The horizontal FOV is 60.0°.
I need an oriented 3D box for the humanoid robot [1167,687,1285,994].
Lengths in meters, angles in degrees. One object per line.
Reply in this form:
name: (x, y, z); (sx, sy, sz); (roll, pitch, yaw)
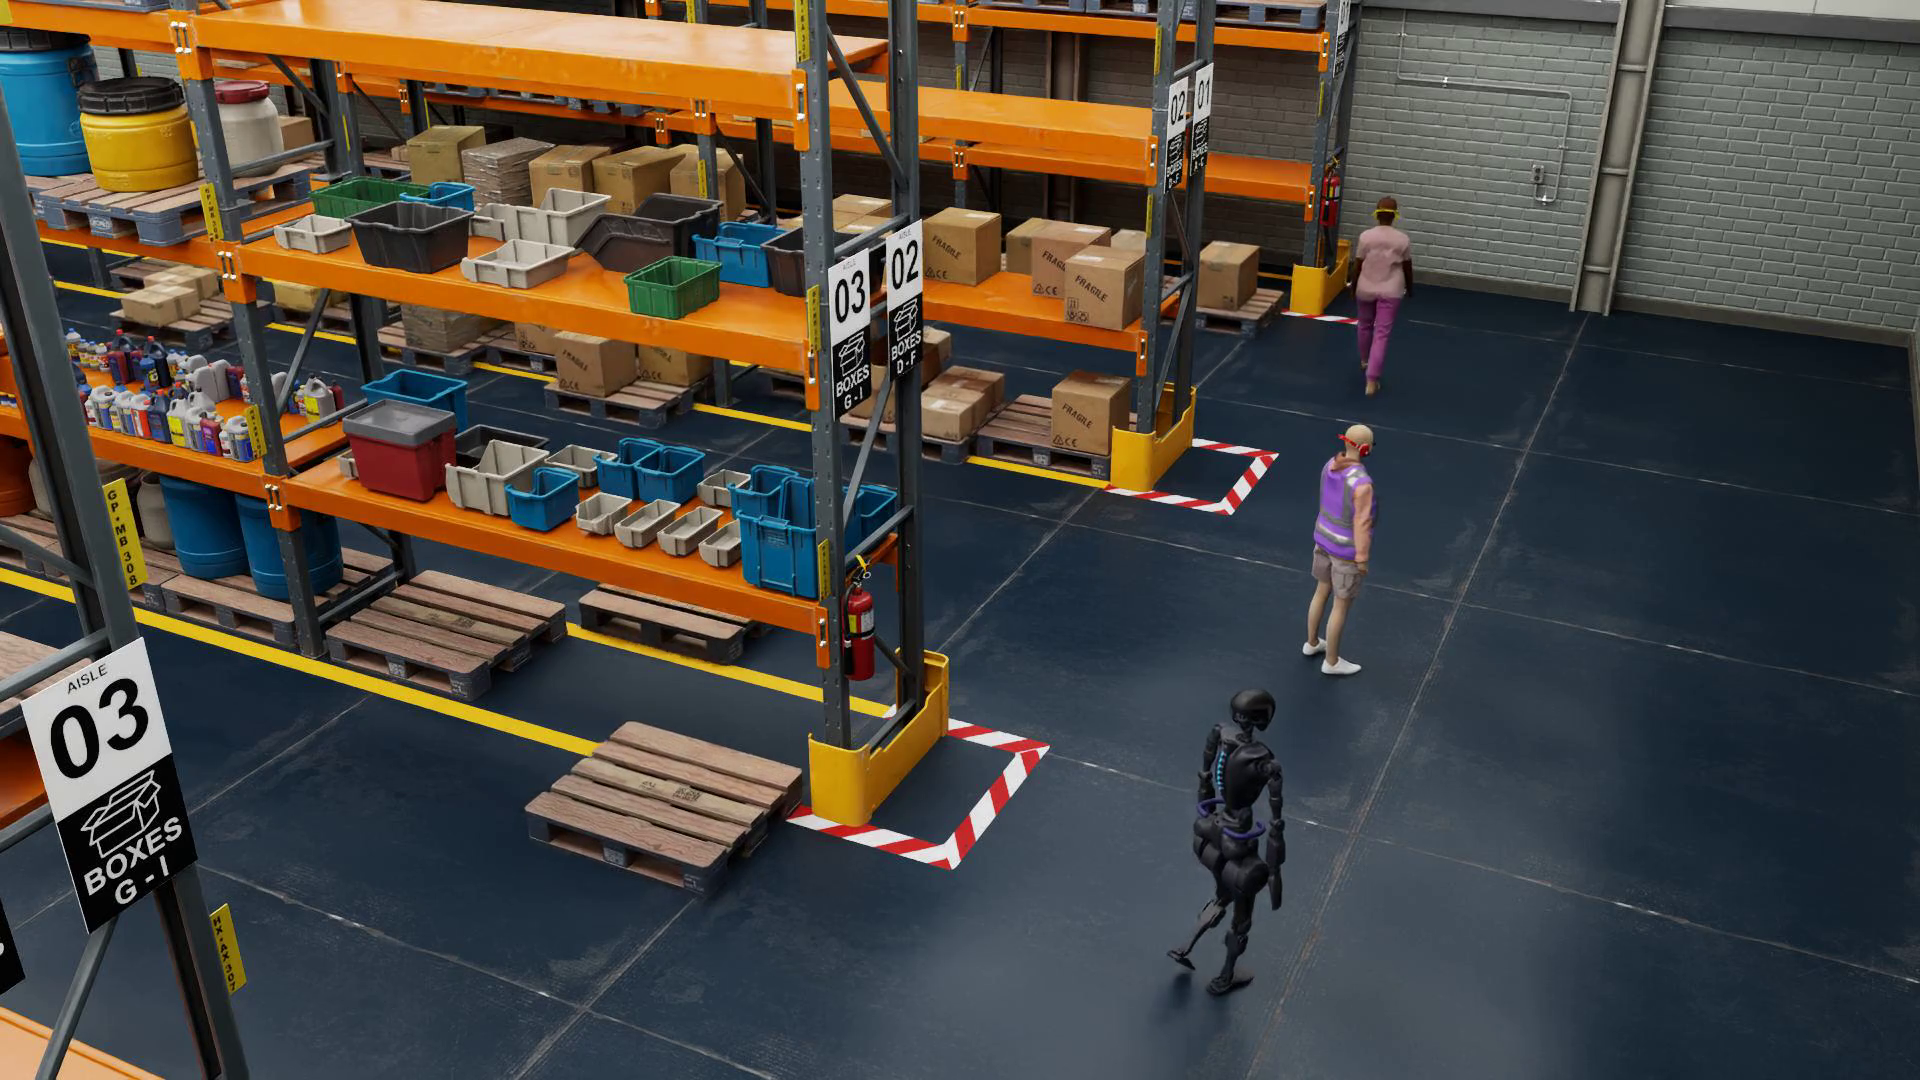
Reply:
humanoid robot: (1.264, 1.435, 7.807); (0.388, 1.642, 0.606); (-15, 30, -28)

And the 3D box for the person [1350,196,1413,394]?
person: (3.872, -2.285, 15.255); (0.514, 1.754, 0.917); (13, 29, 24)

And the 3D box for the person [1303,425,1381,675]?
person: (2.430, 0.057, 10.589); (0.347, 1.687, 0.489); (-9, 28, -18)
